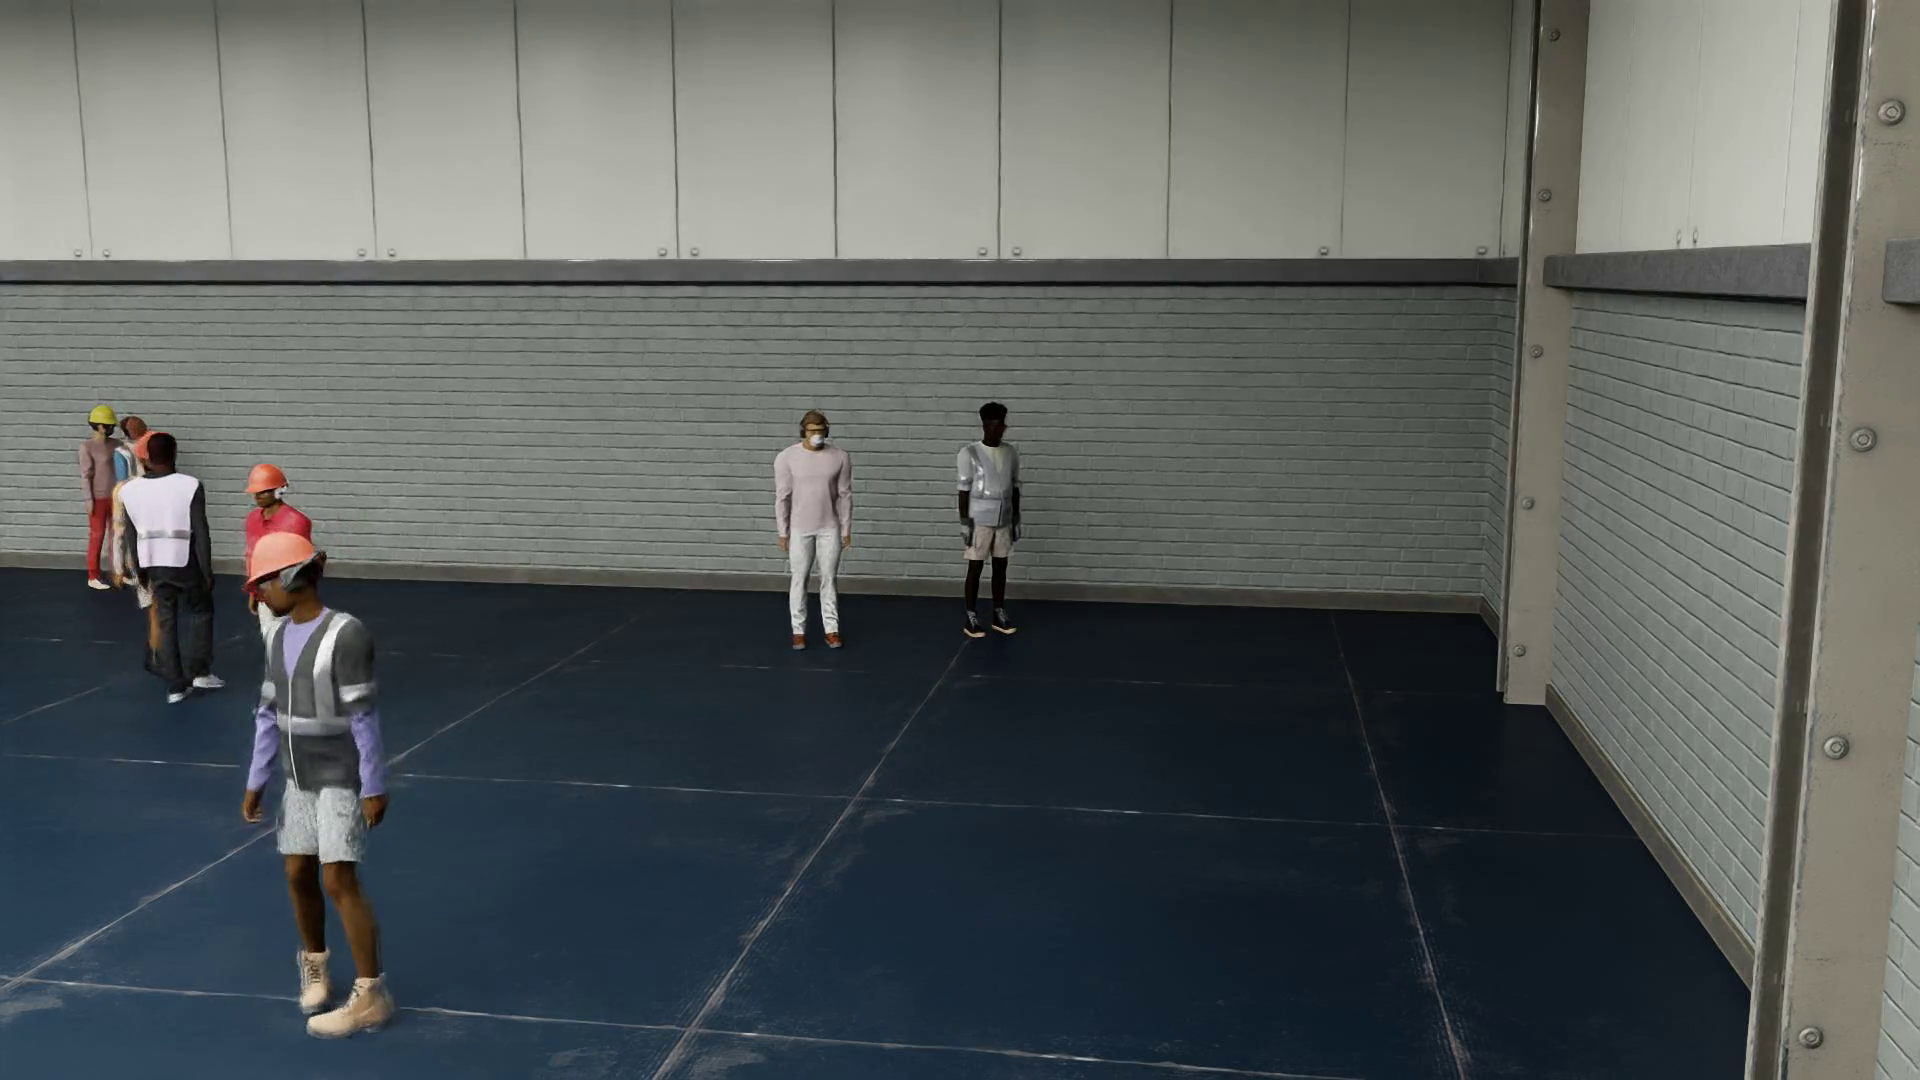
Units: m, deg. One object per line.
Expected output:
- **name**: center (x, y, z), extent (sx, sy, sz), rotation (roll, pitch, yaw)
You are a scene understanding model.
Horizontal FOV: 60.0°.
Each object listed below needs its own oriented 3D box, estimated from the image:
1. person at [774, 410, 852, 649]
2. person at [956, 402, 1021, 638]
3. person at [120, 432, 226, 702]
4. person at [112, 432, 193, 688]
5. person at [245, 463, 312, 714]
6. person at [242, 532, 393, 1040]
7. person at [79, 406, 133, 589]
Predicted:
- **person**: center (-1.165, -0.081, 13.348), extent (0.628, 1.933, 0.379), rotation (-3, 10, -17)
- **person**: center (0.247, -0.175, 13.830), extent (0.611, 1.959, 0.370), rotation (-6, 11, -32)
- **person**: center (-5.581, 0.180, 11.826), extent (0.610, 1.894, 0.608), rotation (0, 9, -2)
- **person**: center (-5.861, 0.141, 12.164), extent (1.035, 1.877, 0.558), rotation (8, 12, 41)
- **person**: center (-4.637, 0.345, 11.290), extent (0.570, 1.744, 0.351), rotation (4, 10, 26)
- **person**: center (-2.582, 0.971, 6.729), extent (0.710, 1.987, 0.427), rotation (6, 11, 32)
- **person**: center (-8.152, -0.408, 15.899), extent (0.354, 1.757, 0.524), rotation (3, 10, 17)
